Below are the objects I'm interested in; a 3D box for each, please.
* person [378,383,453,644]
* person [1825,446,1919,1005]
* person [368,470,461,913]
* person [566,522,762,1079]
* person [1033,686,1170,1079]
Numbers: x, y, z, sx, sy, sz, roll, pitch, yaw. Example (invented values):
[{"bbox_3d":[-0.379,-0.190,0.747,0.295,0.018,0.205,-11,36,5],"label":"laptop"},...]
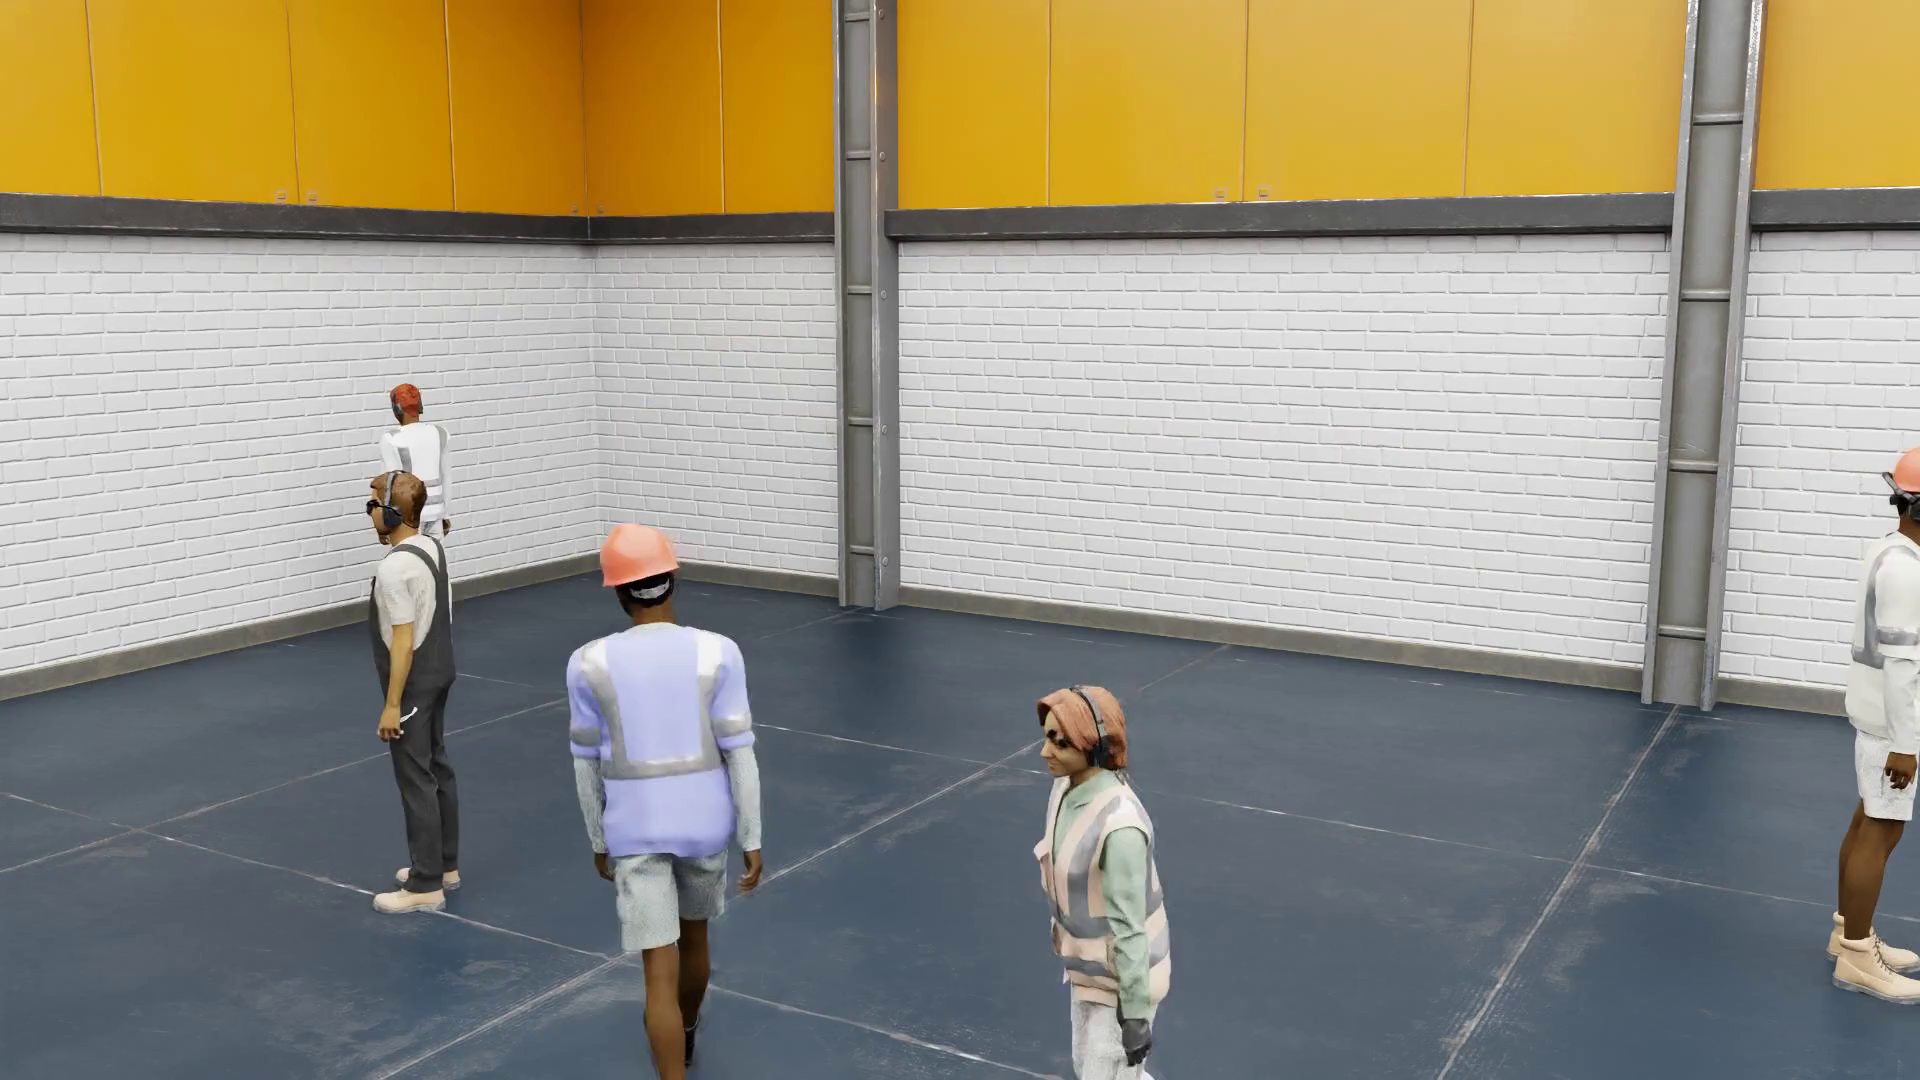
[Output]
[{"bbox_3d":[-3.821,-0.158,11.687,0.354,1.887,0.573,6,11,35],"label":"person"},{"bbox_3d":[3.476,0.658,6.114,0.396,2.038,0.614,4,10,25],"label":"person"},{"bbox_3d":[-2.290,0.624,6.932,0.345,1.843,0.521,0,9,2],"label":"person"},{"bbox_3d":[-0.911,0.889,5.169,0.561,1.879,0.935,-2,9,-14],"label":"person"},{"bbox_3d":[0.467,1.150,4.376,0.572,1.615,0.539,-2,9,-14],"label":"person"}]
